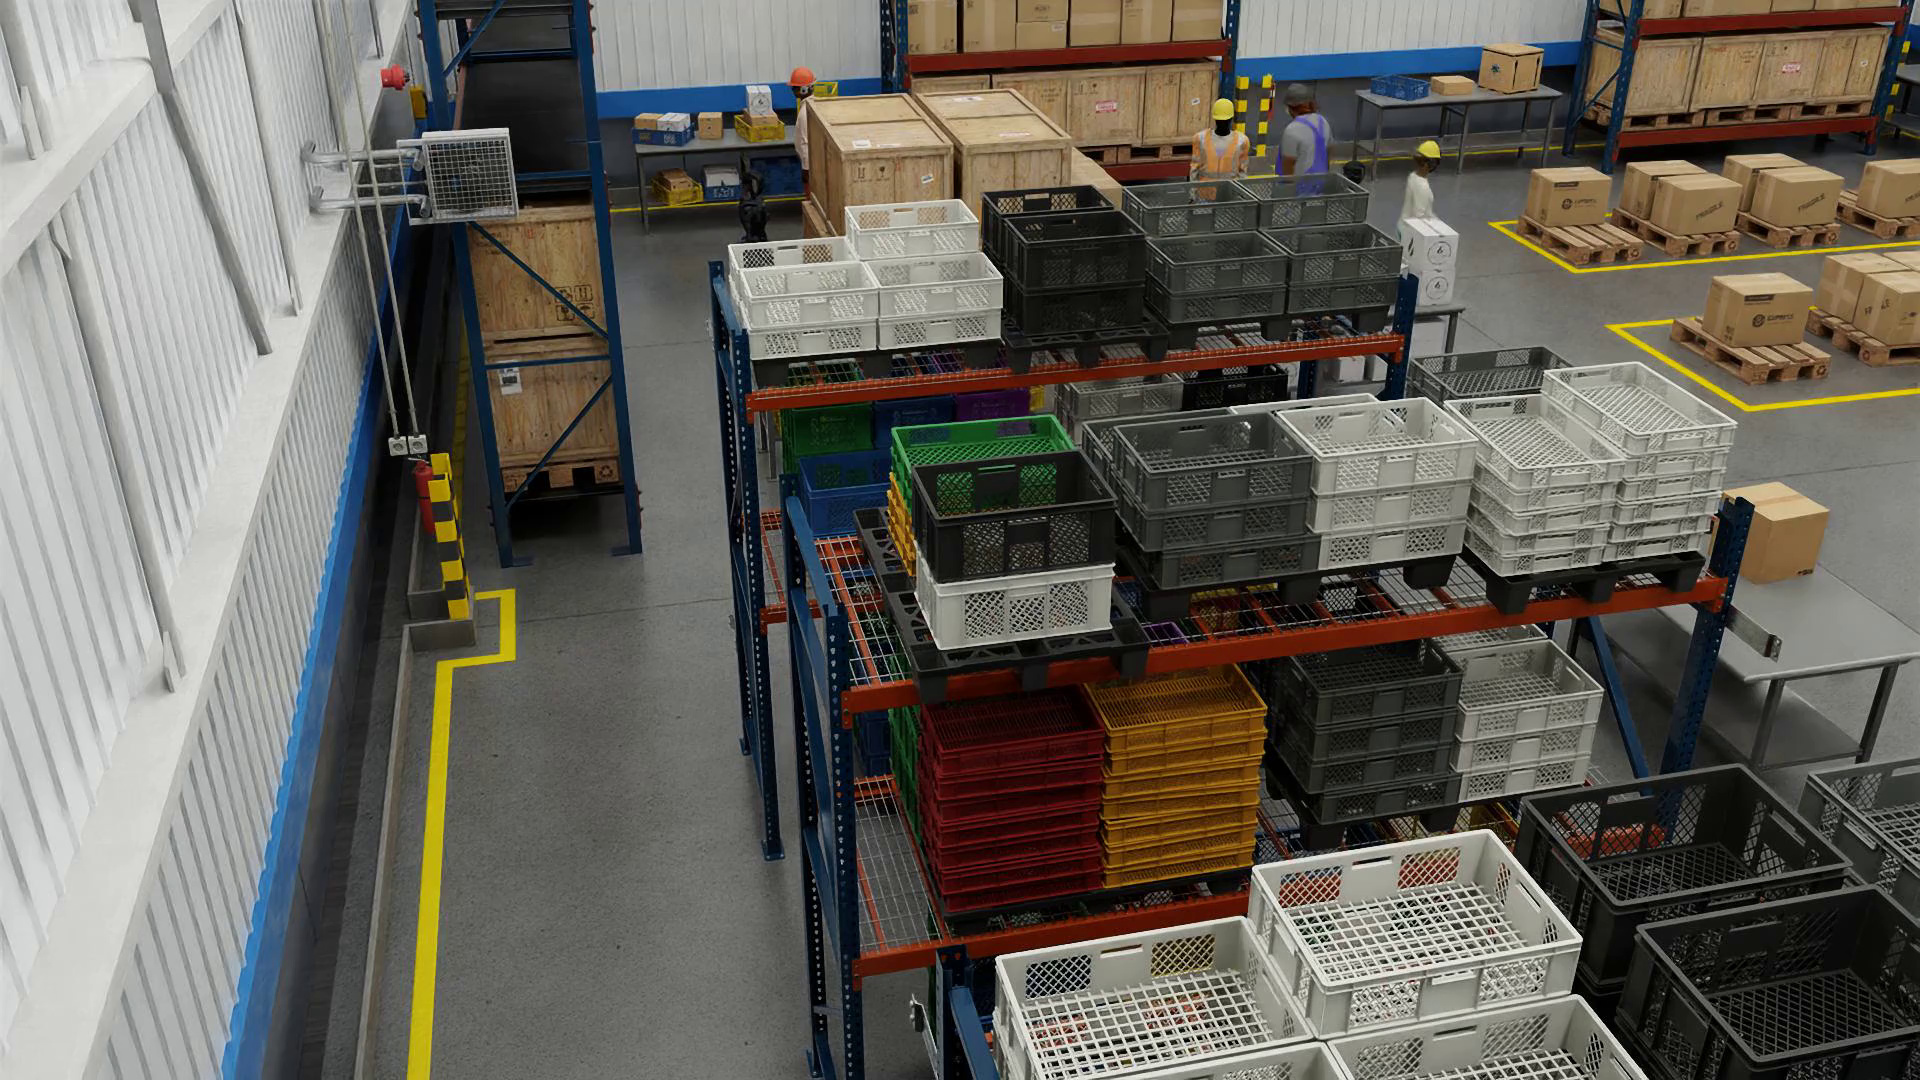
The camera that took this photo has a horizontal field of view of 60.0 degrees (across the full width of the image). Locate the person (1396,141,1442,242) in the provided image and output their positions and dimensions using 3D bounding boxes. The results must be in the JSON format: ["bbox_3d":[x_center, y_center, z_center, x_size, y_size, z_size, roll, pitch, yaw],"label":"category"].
[{"bbox_3d":[4.469,-2.989,16.135,0.431,1.739,0.522,-1,28,-2],"label":"person"}]

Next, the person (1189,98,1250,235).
[{"bbox_3d":[2.626,-3.541,16.986,0.585,1.928,0.367,4,28,8],"label":"person"}]

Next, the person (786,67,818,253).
[{"bbox_3d":[-1.635,-4.112,18.015,0.412,1.985,0.609,2,28,3],"label":"person"}]

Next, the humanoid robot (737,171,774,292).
[{"bbox_3d":[-1.898,-2.623,15.498,0.316,1.656,0.612,3,28,6],"label":"humanoid robot"}]

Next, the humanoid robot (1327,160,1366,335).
[{"bbox_3d":[3.644,-2.784,15.815,0.338,1.651,0.571,-4,28,-7],"label":"humanoid robot"}]

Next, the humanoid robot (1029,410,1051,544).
[{"bbox_3d":[0.378,-0.055,10.637,0.352,1.649,0.574,-17,32,-30],"label":"humanoid robot"}]

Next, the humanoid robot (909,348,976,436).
[{"bbox_3d":[-0.101,-0.951,12.323,0.600,1.658,0.325,-22,35,-35],"label":"humanoid robot"}]

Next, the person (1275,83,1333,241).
[{"bbox_3d":[3.648,-3.777,17.314,1.017,2.000,0.684,18,33,31],"label":"person"}]
